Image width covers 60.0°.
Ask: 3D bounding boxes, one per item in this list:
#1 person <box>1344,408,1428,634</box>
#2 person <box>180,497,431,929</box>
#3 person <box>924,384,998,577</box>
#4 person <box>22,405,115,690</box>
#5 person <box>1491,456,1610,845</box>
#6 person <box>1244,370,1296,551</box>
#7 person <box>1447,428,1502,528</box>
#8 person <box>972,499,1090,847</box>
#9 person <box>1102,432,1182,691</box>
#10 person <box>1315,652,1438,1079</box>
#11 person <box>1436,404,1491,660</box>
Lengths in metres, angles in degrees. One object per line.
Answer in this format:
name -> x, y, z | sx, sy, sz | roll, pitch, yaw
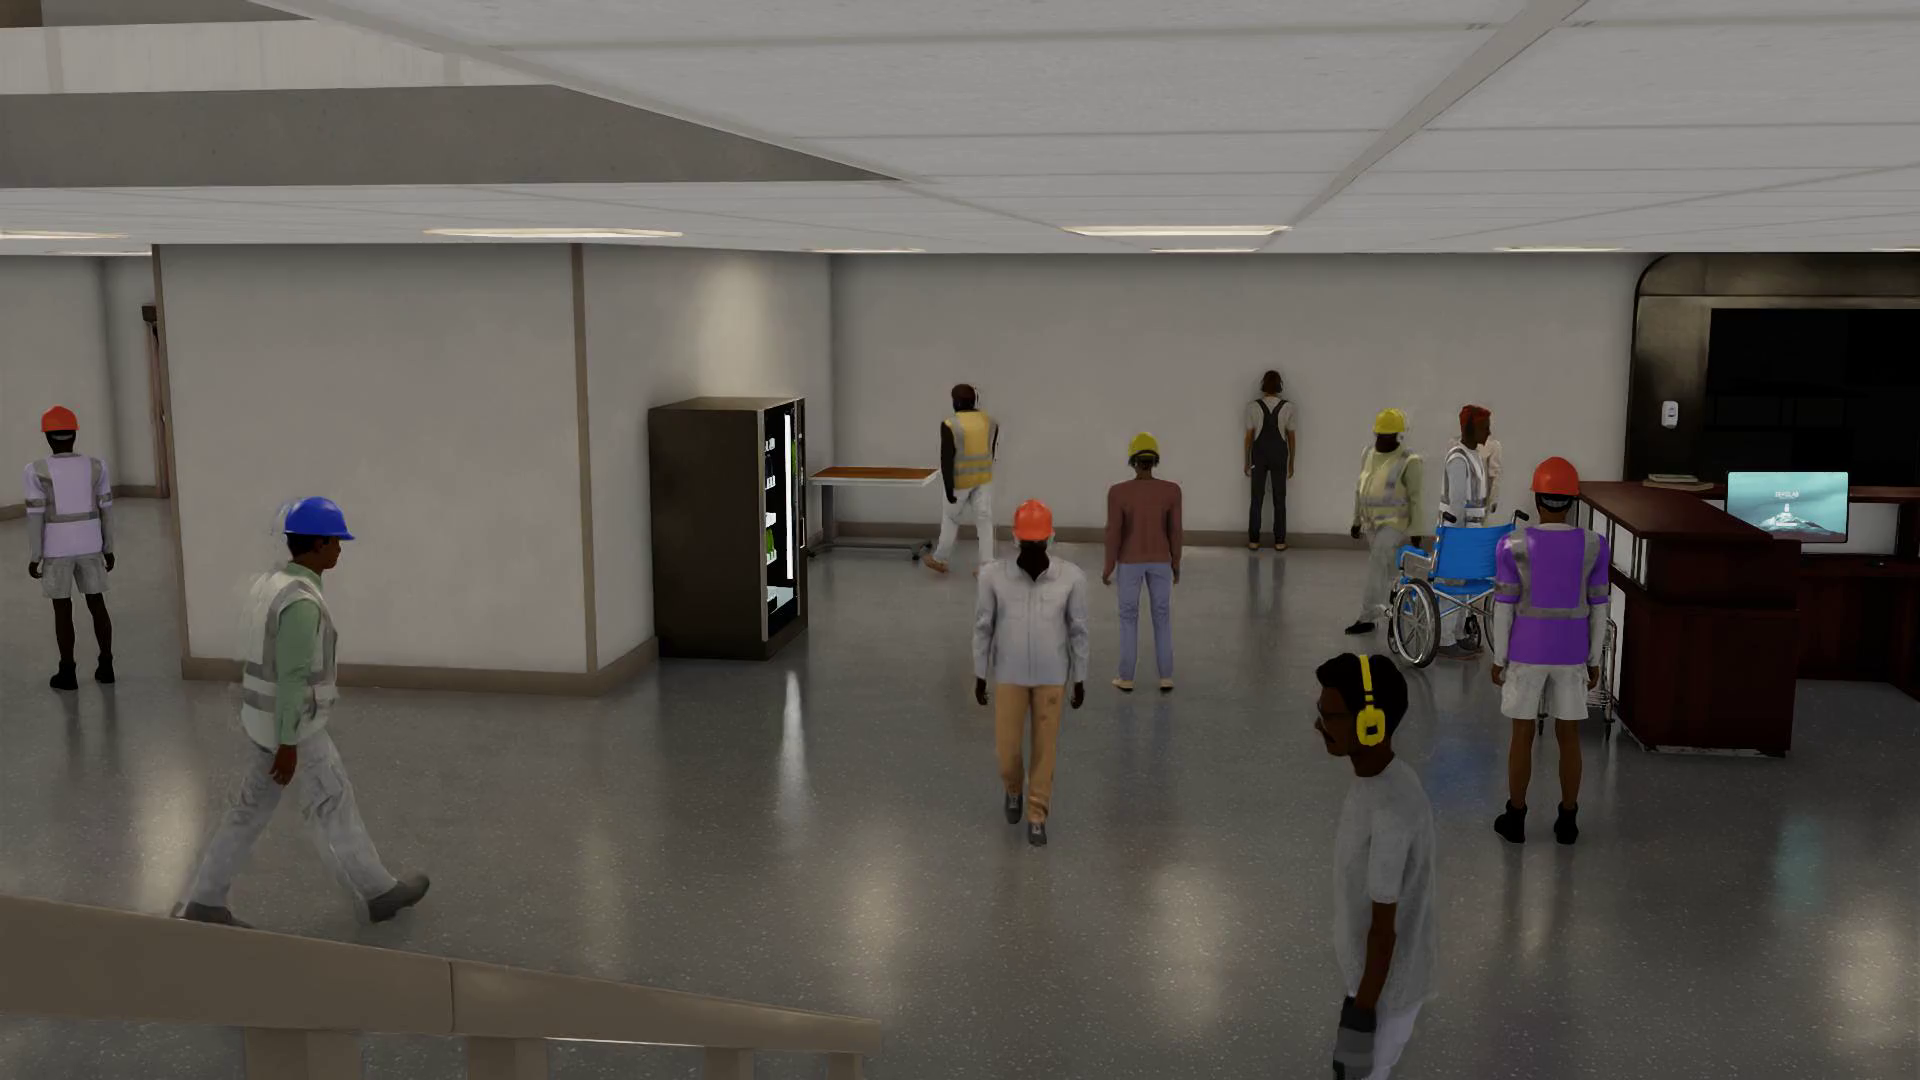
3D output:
person -> 3.426, -0.162, 13.155 | 0.873, 1.789, 0.583 | -5, 10, -27
person -> -2.859, 0.770, 7.082 | 1.027, 1.886, 0.650 | -6, 11, -32
person -> 0.035, -0.551, 15.495 | 0.634, 1.799, 0.876 | -5, 11, -29
person -> -6.071, 0.051, 11.348 | 0.363, 1.934, 0.553 | 9, 13, 43
person -> 2.907, 0.552, 8.252 | 0.545, 1.939, 0.354 | 1, 9, 8
person -> 3.141, -0.798, 16.892 | 0.506, 1.838, 0.339 | 1, 9, 9
person -> 4.622, -0.388, 15.028 | 0.506, 1.628, 0.286 | 6, 11, 34
person -> 0.354, 0.647, 8.272 | 0.585, 1.736, 0.419 | 0, 9, 0
person -> 1.236, 0.158, 11.242 | 0.552, 1.774, 0.368 | -2, 9, -9
person -> 1.086, 1.211, 4.455 | 0.361, 1.858, 0.535 | 1, 9, 6
person -> 3.692, -0.056, 12.203 | 0.362, 1.879, 0.582 | 4, 10, 26
